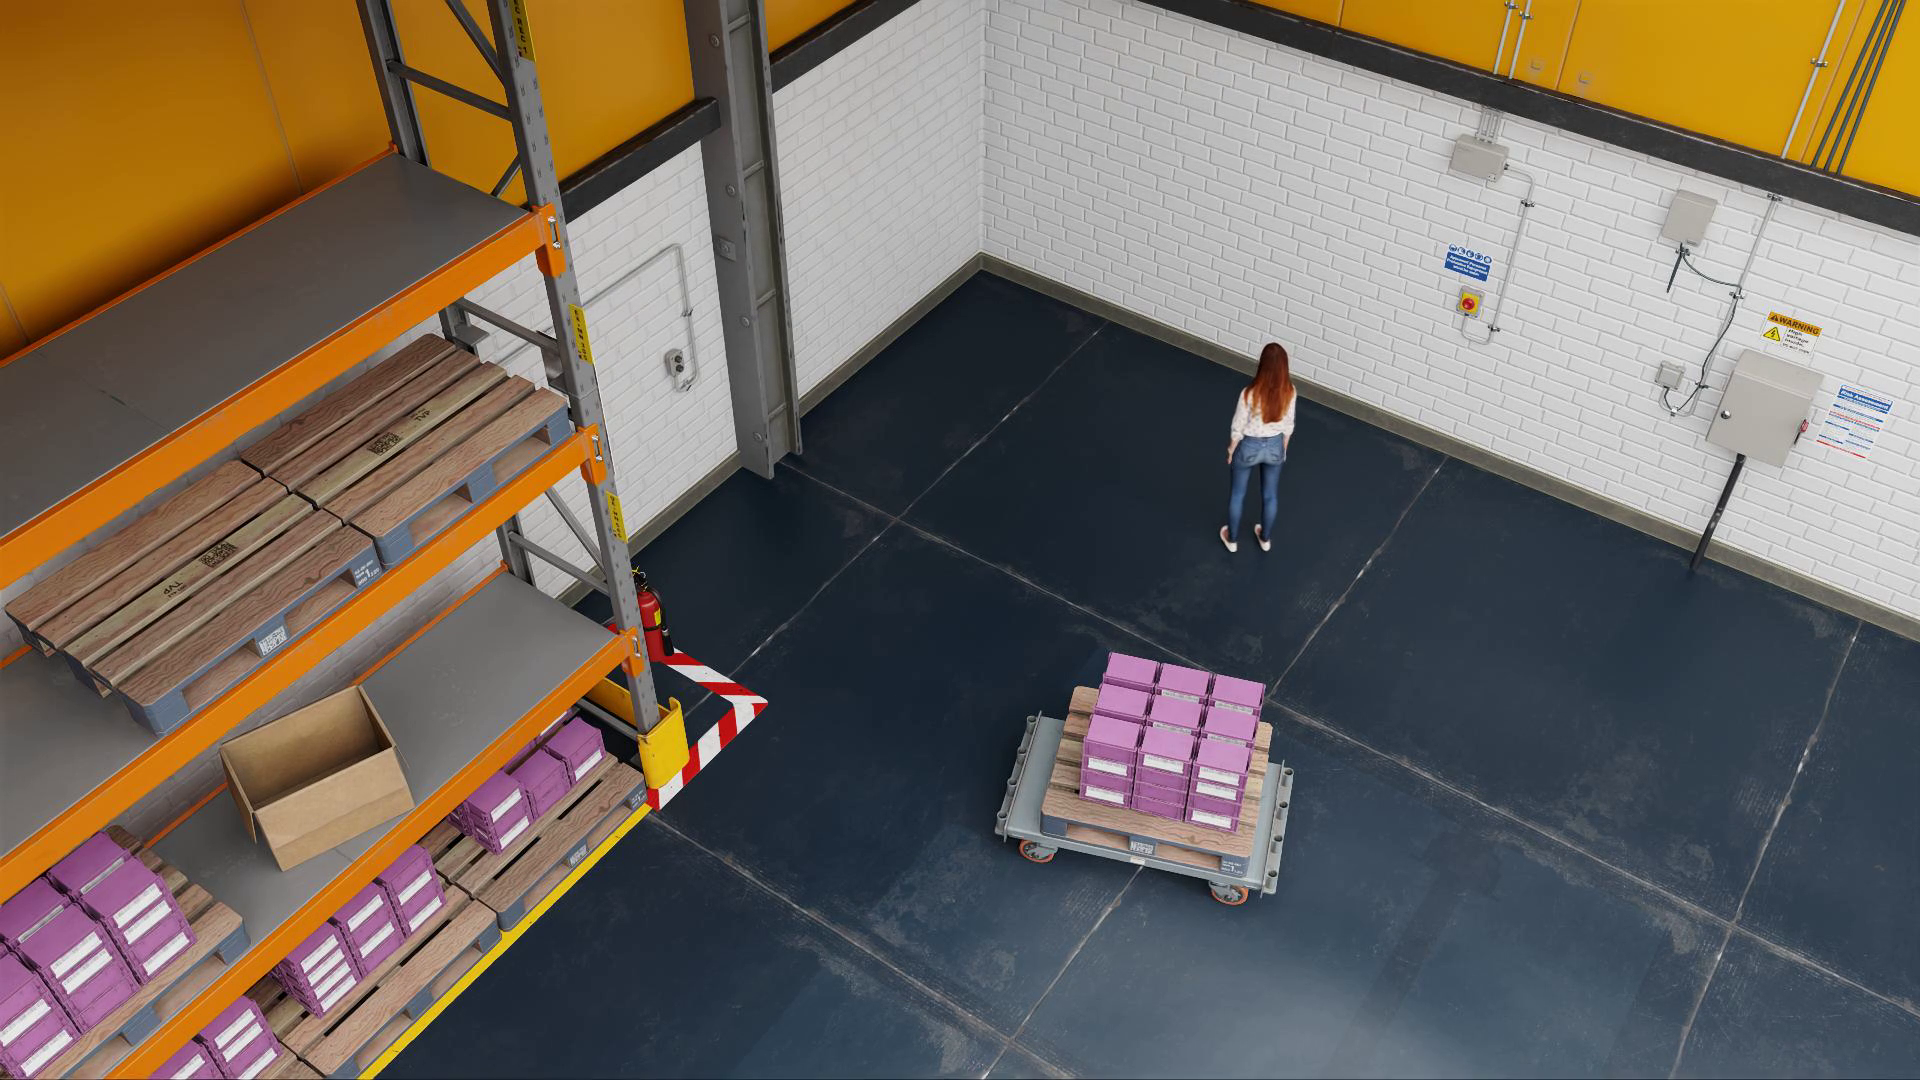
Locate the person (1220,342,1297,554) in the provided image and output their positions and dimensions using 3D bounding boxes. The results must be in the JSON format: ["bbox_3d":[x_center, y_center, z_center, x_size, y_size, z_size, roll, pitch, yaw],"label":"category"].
[{"bbox_3d":[2.041,-0.608,11.300,0.646,1.728,0.688,-4,44,-4],"label":"person"}]
